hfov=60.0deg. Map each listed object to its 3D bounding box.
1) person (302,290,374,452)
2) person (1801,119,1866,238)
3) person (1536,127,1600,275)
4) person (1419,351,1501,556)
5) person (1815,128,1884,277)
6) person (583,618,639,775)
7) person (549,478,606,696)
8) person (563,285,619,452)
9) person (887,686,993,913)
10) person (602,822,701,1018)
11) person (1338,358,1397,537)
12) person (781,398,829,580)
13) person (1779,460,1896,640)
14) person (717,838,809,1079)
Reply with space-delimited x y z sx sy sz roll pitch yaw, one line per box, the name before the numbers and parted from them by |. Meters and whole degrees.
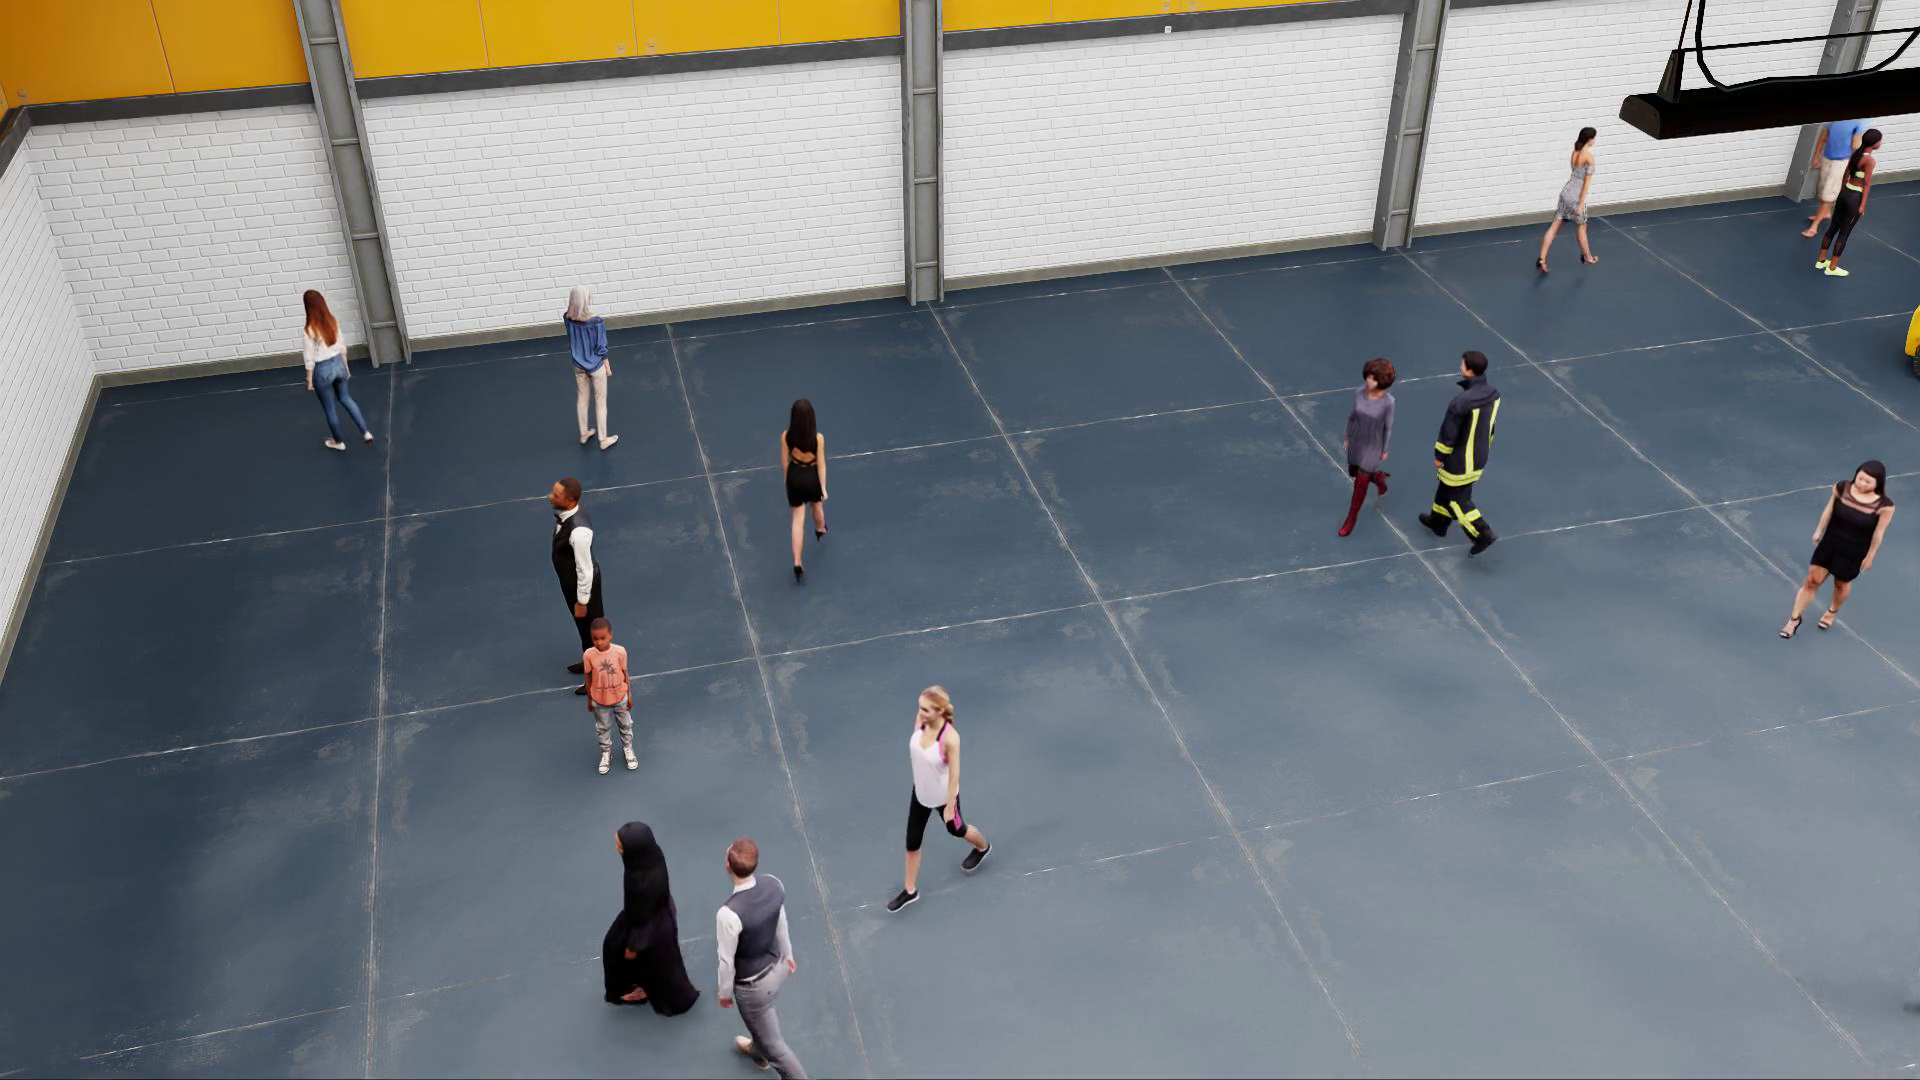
person | -6.056 -1.610 16.079 0.909 1.722 0.859 20 39 27
person | 10.920 -4.716 20.678 1.166 1.804 0.871 -19 38 -26
person | 7.107 -3.951 19.546 1.049 1.783 0.632 -9 35 -13
person | 4.492 -0.732 14.599 1.187 1.899 1.127 -23 40 -30
person | 10.513 -4.004 19.653 0.527 1.754 0.583 -5 34 -8
person | -2.602 1.130 12.329 0.426 1.311 0.549 -6 34 -9
person | -2.951 0.336 12.975 0.606 1.917 0.704 -12 35 -17
person | -3.620 -1.700 16.241 0.708 1.693 0.782 14 36 20
person | -0.073 1.669 11.124 1.225 1.746 0.951 -25 41 -32
person | -1.828 2.327 10.257 0.831 1.610 0.633 -6 34 -9
person | 3.708 -0.868 14.993 0.913 1.689 1.106 29 43 36
person | -1.368 -0.406 14.380 1.094 1.598 0.927 4 34 7
person | 7.272 0.047 13.616 1.025 1.689 0.913 -28 42 -35
person | -1.114 2.578 9.622 1.202 1.896 1.136 13 36 19
